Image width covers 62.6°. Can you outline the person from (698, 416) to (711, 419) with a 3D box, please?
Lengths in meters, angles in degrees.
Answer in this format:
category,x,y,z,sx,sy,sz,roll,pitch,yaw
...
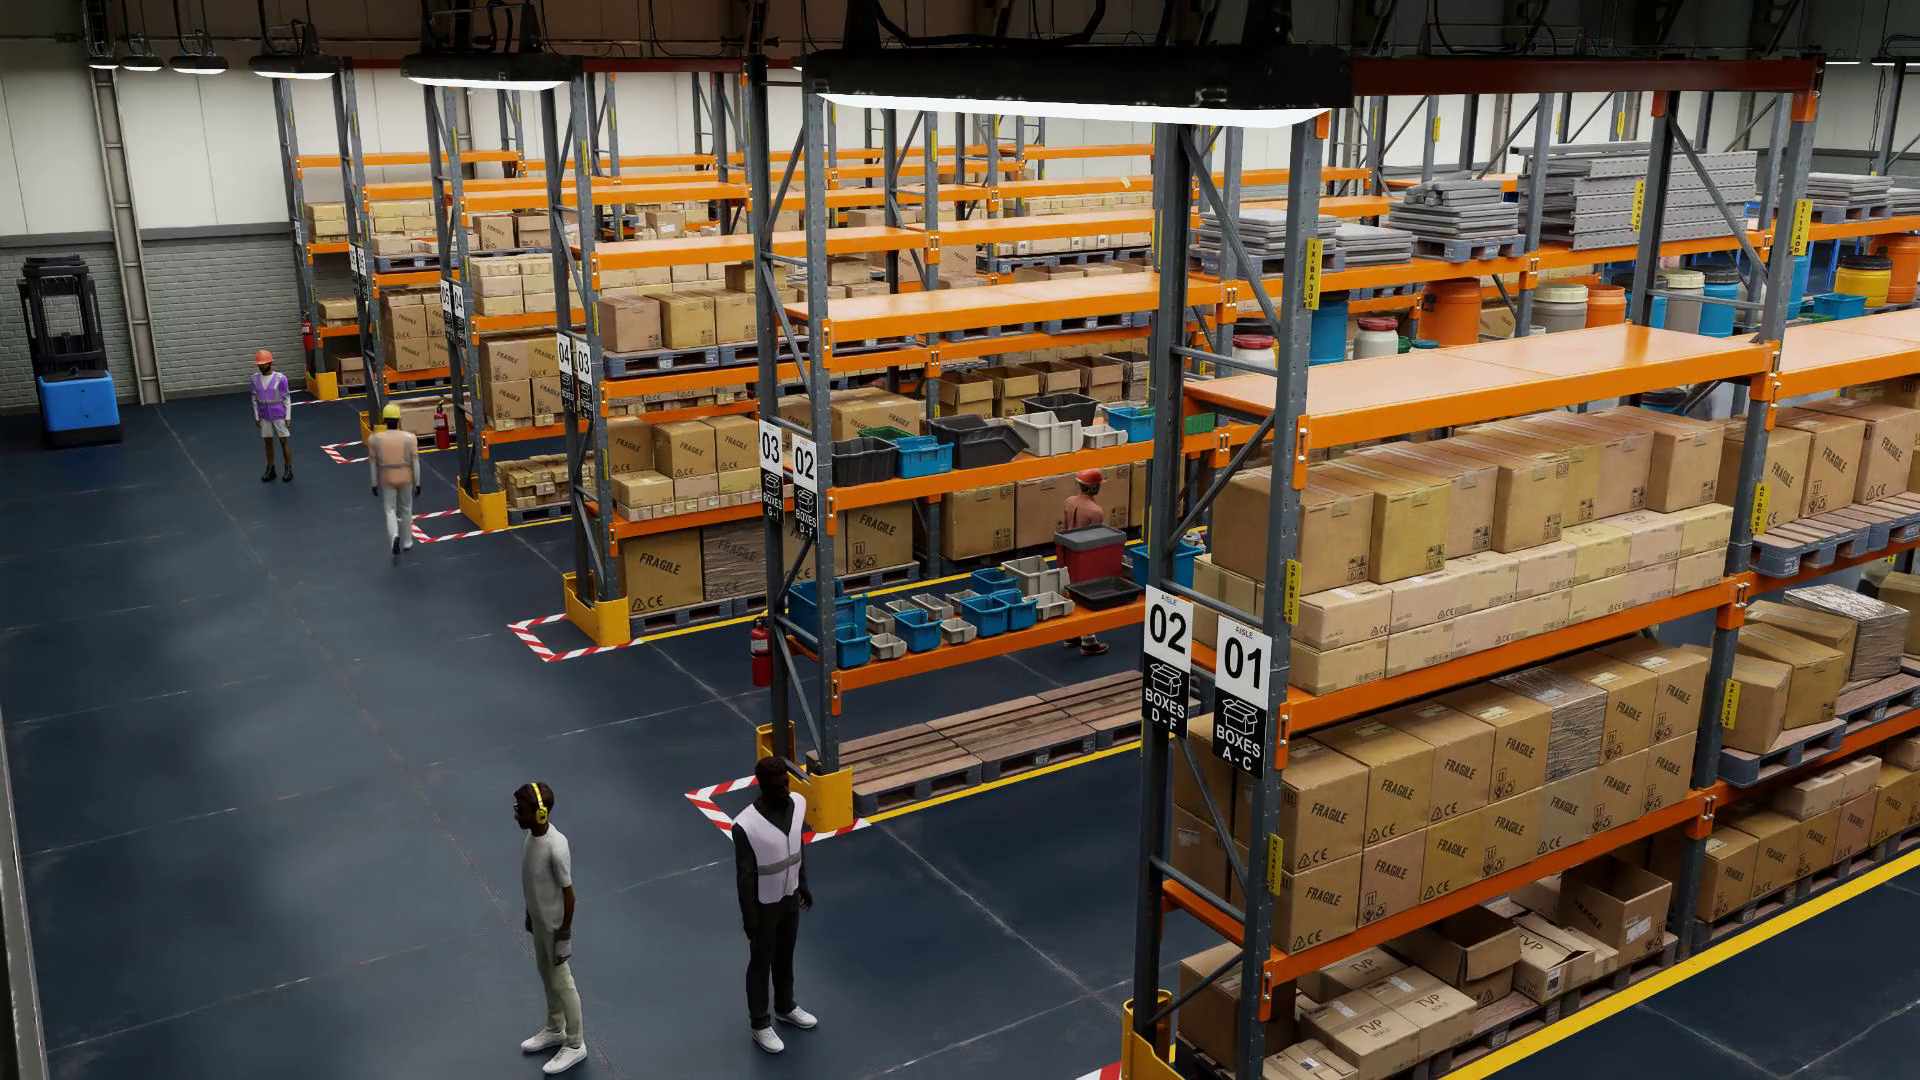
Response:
category,x,y,z,sx,sy,sz,roll,pitch,yaw
person,-3.096,-0.579,19.134,1.011,1.881,0.567,-10,20,-30

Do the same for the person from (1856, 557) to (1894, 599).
category,x,y,z,sx,sy,sz,roll,pitch,yaw
person,9.311,0.406,15.875,1.110,1.906,0.621,-8,19,-24

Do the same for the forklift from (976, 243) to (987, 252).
category,x,y,z,sx,sy,sz,roll,pitch,yaw
forklift,0.988,-5.474,34.718,1.214,2.155,2.313,-10,20,-31

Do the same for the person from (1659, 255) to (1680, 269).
category,x,y,z,sx,sy,sz,roll,pitch,yaw
person,17.644,-6.671,39.121,0.675,1.870,0.539,3,17,10

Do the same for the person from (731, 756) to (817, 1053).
category,x,y,z,sx,sy,sz,roll,pitch,yaw
person,-1.164,2.228,9.860,0.391,1.919,0.590,11,20,33

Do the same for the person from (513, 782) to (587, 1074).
category,x,y,z,sx,sy,sz,roll,pitch,yaw
person,-2.518,2.335,9.597,0.315,1.865,0.532,-13,21,-36

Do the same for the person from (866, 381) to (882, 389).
category,x,y,z,sx,sy,sz,roll,pitch,yaw
person,-1.194,-1.273,21.497,1.043,1.820,0.584,-15,22,-40

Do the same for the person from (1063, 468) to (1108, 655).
category,x,y,z,sx,sy,sz,roll,pitch,yaw
person,1.318,0.192,16.405,0.395,1.992,0.622,-10,20,-30

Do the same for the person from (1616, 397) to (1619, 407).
category,x,y,z,sx,sy,sz,roll,pitch,yaw
person,9.386,-1.464,21.963,0.983,1.912,0.622,-3,17,-9

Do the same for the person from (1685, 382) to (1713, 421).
category,x,y,z,sx,sy,sz,roll,pitch,yaw
person,10.815,-1.689,23.282,0.724,1.580,0.522,-7,18,-21

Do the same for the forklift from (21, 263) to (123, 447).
category,x,y,z,sx,sy,sz,roll,pitch,yaw
forklift,-14.518,-3.079,25.708,1.129,2.768,1.873,-10,20,-31

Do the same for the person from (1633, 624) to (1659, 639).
category,x,y,z,sx,sy,sz,roll,pitch,yaw
person,6.072,0.881,14.471,0.768,1.809,0.599,-15,23,-41

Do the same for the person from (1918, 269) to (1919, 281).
category,x,y,z,sx,sy,sz,roll,pitch,yaw
person,22.414,-6.072,36.860,0.377,2.045,0.605,3,17,10

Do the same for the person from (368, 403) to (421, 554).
category,x,y,z,sx,sy,sz,roll,pitch,yaw
person,-7.017,-0.751,19.646,0.596,1.904,0.681,-5,18,-16

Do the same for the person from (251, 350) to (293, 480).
category,x,y,z,sx,sy,sz,roll,pitch,yaw
person,-10.075,-1.825,23.113,0.546,1.939,0.375,1,17,2

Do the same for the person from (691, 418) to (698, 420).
category,x,y,z,sx,sy,sz,roll,pitch,yaw
person,-4.362,-2.747,26.252,0.325,1.873,0.513,-7,18,-21
